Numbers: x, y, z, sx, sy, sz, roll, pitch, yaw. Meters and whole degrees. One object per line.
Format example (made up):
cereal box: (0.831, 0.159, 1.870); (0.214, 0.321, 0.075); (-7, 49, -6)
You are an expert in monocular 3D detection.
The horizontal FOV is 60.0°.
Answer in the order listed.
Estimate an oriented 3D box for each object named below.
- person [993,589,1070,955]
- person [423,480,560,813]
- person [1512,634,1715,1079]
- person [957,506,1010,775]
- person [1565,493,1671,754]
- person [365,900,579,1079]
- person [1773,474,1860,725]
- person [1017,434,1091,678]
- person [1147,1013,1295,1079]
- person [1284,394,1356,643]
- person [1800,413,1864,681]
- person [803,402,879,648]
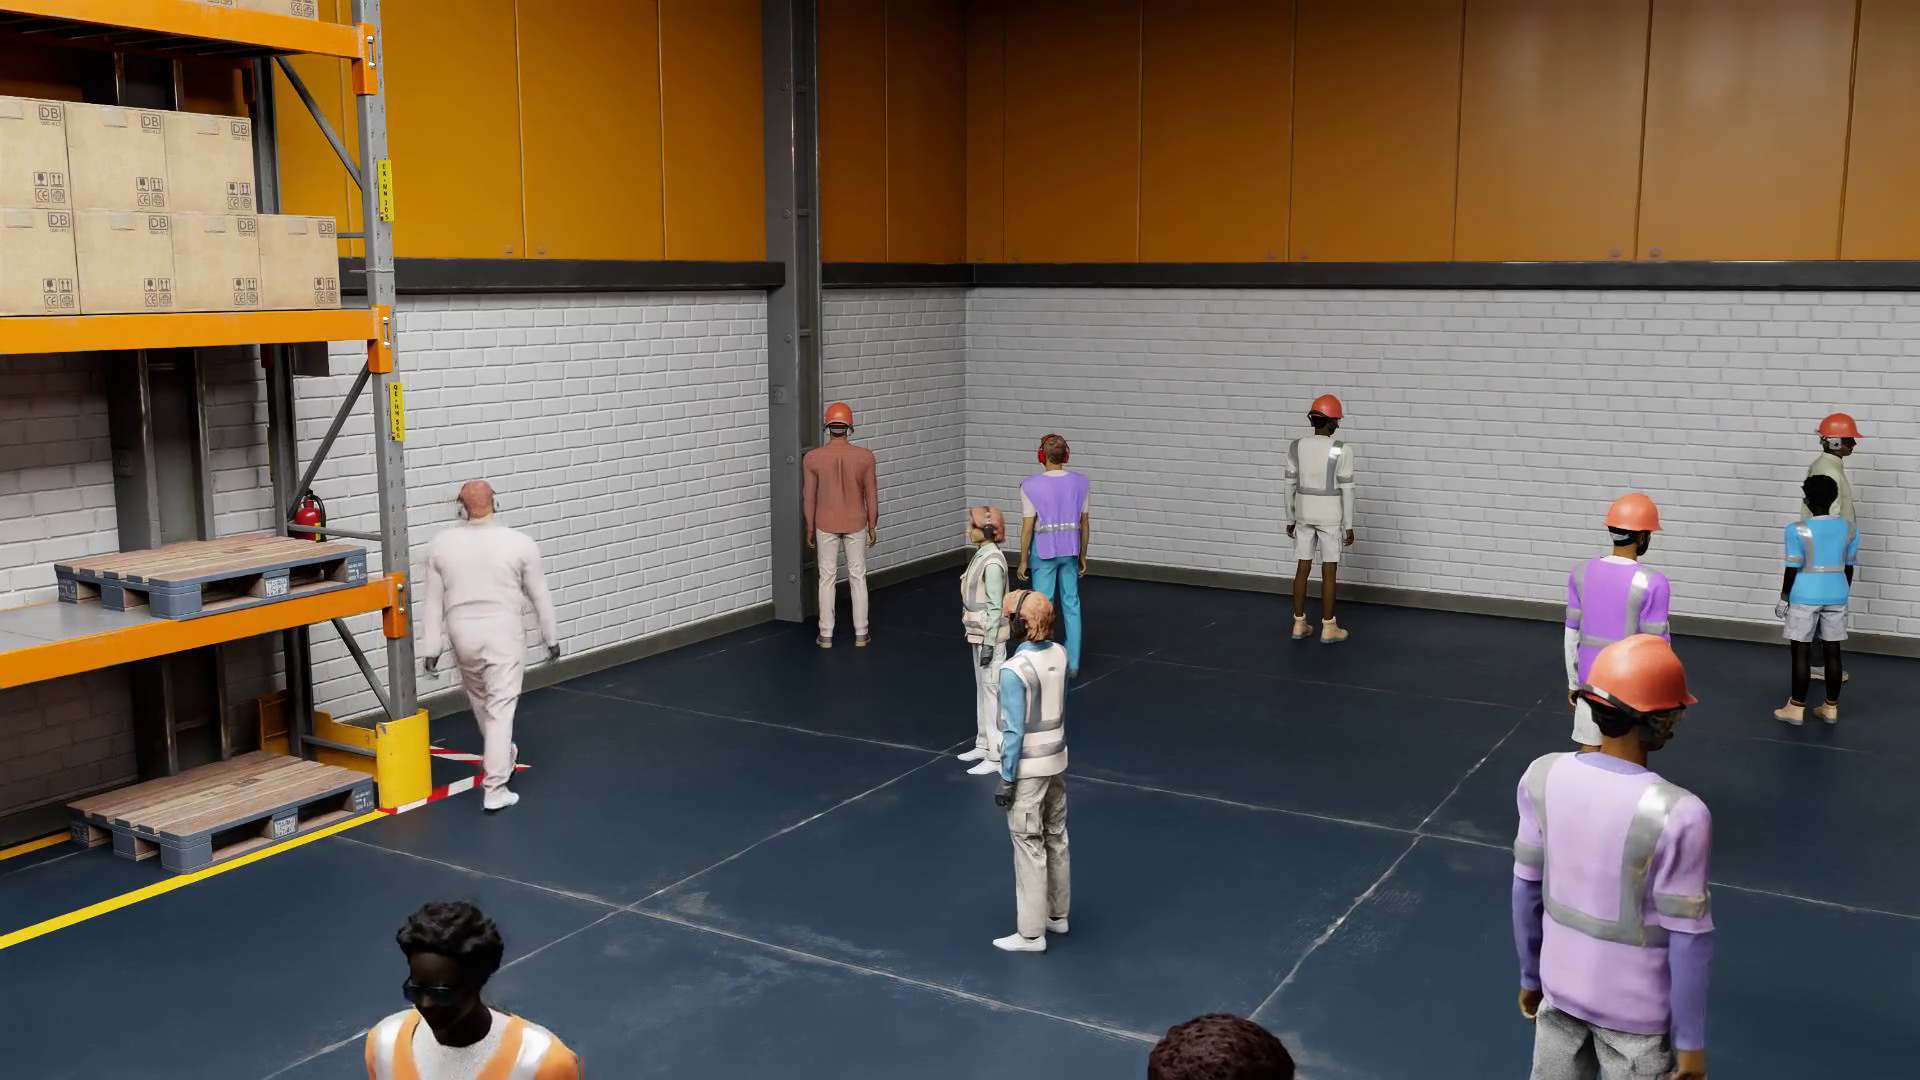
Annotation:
person: (0.324, 1.029, 7.446); (0.311, 1.639, 0.521); (6, 11, 31)
person: (-2.683, 0.572, 9.639); (0.693, 1.842, 0.995); (1, 9, 3)
person: (1.839, 1.270, 4.685); (0.391, 2.045, 0.608); (-5, 10, -29)
person: (0.161, 0.600, 10.118); (0.307, 1.643, 0.514); (-1, 9, -9)
person: (3.339, 0.724, 8.423); (0.375, 1.935, 0.551); (-6, 11, -35)
person: (-1.067, 1.579, 3.910); (0.542, 1.674, 0.689); (2, 9, 14)
person: (5.750, 0.405, 11.180); (0.530, 1.690, 0.321); (-1, 9, -7)
person: (0.704, 0.134, 12.387); (0.563, 1.847, 0.390); (-4, 10, -21)
person: (0.352, 1.663, 2.623); (0.392, 1.920, 0.587); (-1, 9, -5)
person: (2.982, -0.179, 13.731); (0.614, 2.040, 0.390); (7, 12, 38)
person: (6.505, 0.045, 12.486); (0.375, 1.995, 0.611); (3, 9, 16)
person: (-0.966, -0.116, 13.487); (0.612, 1.995, 0.376); (-1, 9, -8)
